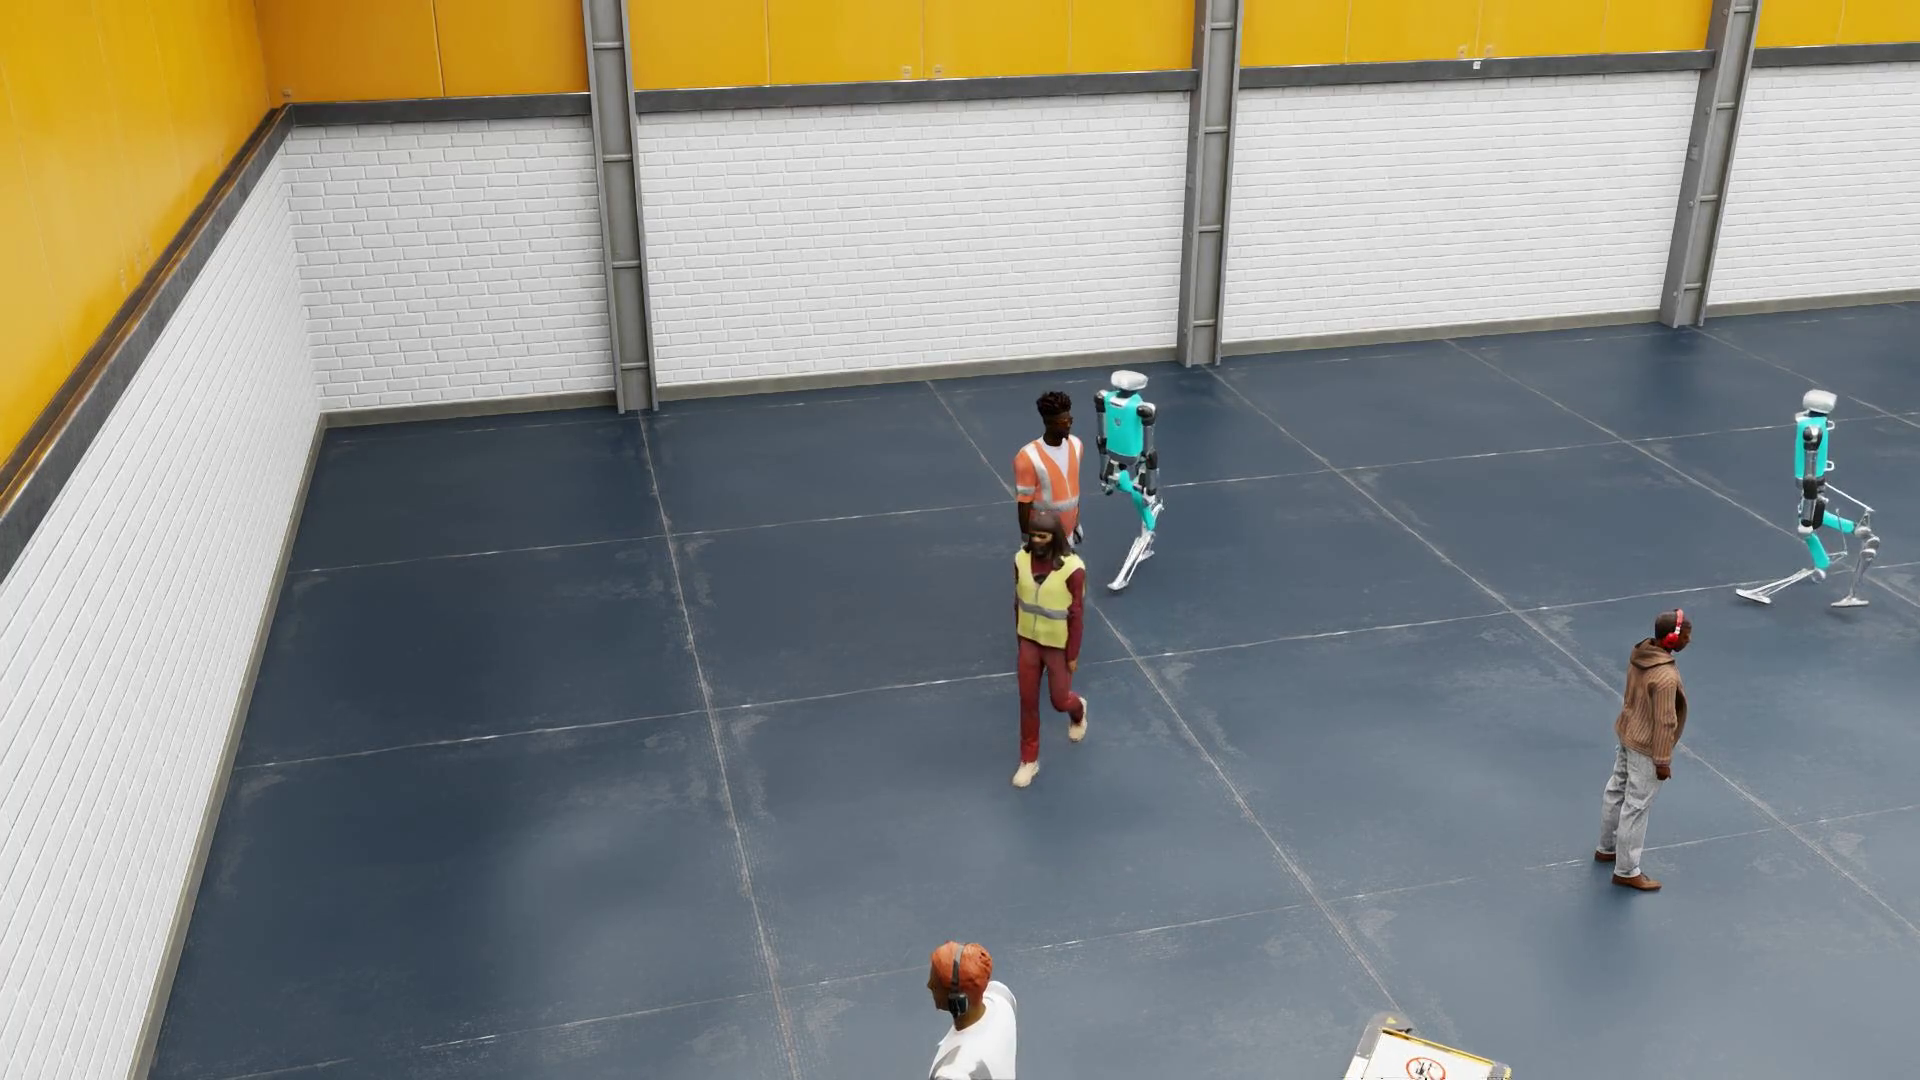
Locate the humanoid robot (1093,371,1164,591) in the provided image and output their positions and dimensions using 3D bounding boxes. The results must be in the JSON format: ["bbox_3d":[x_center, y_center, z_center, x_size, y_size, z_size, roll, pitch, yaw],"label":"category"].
[{"bbox_3d":[1.380,-0.493,12.675,0.531,1.763,0.933,20,31,38],"label":"humanoid robot"}]

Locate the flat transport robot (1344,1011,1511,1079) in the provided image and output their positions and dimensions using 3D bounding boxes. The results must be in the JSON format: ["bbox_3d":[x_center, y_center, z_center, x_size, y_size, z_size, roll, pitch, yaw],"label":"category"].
[{"bbox_3d":[1.964,2.654,7.334,0.659,0.231,1.431,12,26,25],"label":"flat transport robot"}]

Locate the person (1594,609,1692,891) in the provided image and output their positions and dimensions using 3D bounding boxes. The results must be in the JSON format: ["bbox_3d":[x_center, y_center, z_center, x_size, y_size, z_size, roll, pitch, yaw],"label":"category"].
[{"bbox_3d":[3.731,1.126,9.089,0.330,1.646,0.461,-1,24,-1],"label":"person"}]

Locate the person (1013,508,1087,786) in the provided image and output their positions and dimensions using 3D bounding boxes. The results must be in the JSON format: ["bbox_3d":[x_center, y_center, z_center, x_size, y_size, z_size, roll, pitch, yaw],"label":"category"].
[{"bbox_3d":[0.545,0.612,10.131,0.476,1.754,0.665,12,26,25],"label":"person"}]

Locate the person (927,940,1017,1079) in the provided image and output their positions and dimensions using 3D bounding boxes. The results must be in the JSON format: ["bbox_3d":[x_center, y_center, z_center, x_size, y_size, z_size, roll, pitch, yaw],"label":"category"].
[{"bbox_3d":[0.034,2.282,6.190,0.355,1.878,0.565,9,25,20],"label":"person"}]

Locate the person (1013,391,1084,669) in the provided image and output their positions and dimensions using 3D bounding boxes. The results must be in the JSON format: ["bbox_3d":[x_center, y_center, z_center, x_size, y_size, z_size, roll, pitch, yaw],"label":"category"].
[{"bbox_3d":[0.629,-0.084,11.448,0.602,1.966,0.368,-22,32,-40],"label":"person"}]

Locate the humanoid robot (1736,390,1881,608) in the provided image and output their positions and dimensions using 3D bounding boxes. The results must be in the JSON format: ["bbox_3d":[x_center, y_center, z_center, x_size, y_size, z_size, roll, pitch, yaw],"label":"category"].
[{"bbox_3d":[6.368,-0.204,12.076,1.082,1.747,0.546,10,26,22],"label":"humanoid robot"}]
